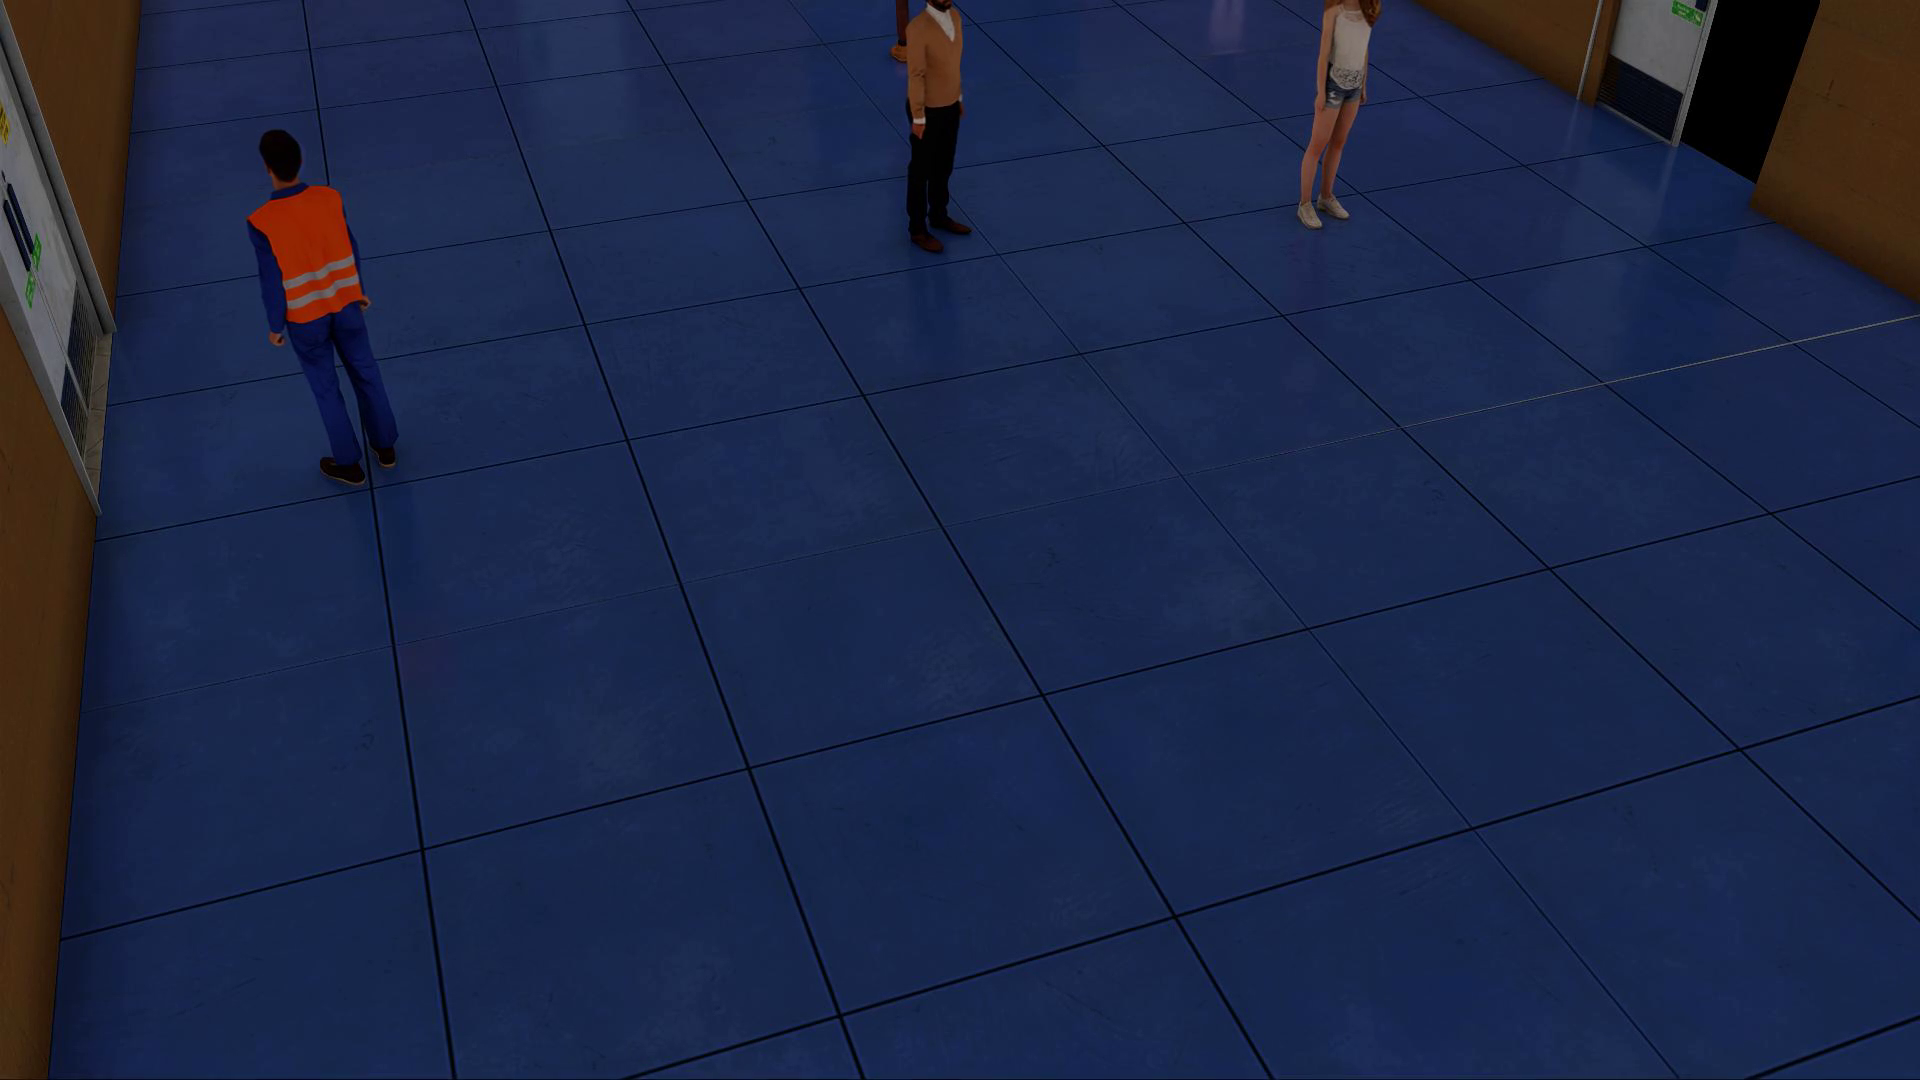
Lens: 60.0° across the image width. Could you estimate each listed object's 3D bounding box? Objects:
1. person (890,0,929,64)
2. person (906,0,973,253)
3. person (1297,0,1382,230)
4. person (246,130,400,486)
[{"bbox_3d":[-0.356,-4.610,12.966,0.539,1.729,0.670,-10,38,-13],"label":"person"},{"bbox_3d":[-0.156,-2.703,10.405,0.813,1.754,0.718,23,43,27],"label":"person"},{"bbox_3d":[2.408,-2.884,10.641,0.527,1.759,0.672,-21,42,-26],"label":"person"},{"bbox_3d":[-3.159,-1.131,8.219,0.850,1.863,0.724,28,45,32],"label":"person"}]
